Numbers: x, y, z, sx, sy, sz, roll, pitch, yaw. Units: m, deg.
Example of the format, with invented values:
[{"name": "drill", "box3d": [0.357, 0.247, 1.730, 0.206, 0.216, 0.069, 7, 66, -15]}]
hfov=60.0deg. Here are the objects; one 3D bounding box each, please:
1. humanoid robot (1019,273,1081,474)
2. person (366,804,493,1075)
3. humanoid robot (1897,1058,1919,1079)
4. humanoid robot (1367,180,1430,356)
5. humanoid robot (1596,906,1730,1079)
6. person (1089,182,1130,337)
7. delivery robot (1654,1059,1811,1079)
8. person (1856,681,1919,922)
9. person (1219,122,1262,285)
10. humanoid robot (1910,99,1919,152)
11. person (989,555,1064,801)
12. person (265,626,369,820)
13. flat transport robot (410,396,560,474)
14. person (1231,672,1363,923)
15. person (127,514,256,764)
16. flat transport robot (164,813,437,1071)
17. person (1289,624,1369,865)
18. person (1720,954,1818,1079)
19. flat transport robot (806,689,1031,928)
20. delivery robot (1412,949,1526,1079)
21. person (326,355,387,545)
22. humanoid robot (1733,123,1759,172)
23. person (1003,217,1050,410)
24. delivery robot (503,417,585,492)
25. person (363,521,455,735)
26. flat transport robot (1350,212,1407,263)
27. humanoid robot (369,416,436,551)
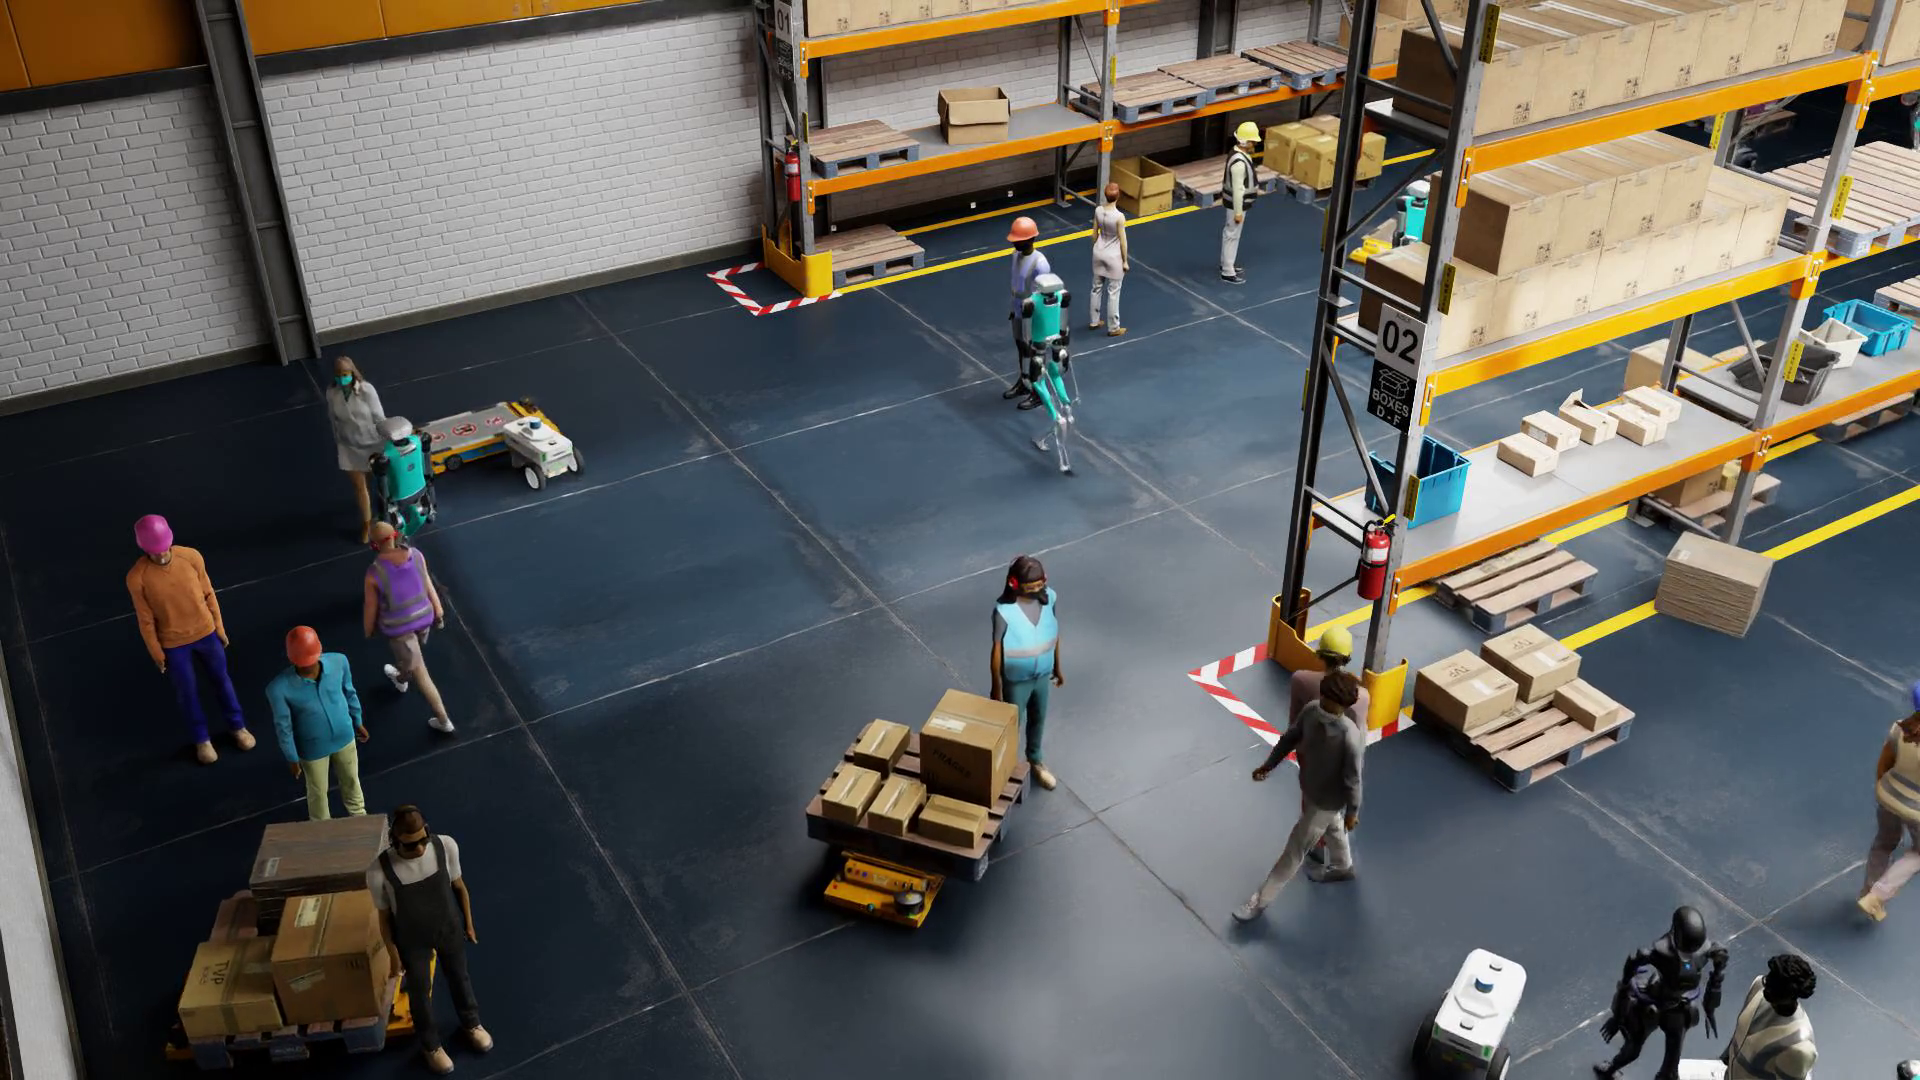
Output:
[{"name": "humanoid robot", "box3d": [0.935, -1.442, 15.056, 0.539, 1.838, 0.863, -21, 37, -29]}, {"name": "person", "box3d": [-2.916, 2.173, 9.148, 0.499, 1.839, 0.344, -21, 38, -29]}, {"name": "humanoid robot", "box3d": [4.694, 3.072, 7.815, 0.844, 1.774, 0.532, -3, 32, -6]}, {"name": "humanoid robot", "box3d": [4.500, -2.718, 17.080, 0.556, 1.822, 0.871, 26, 40, 35]}, {"name": "humanoid robot", "box3d": [3.738, 2.495, 8.808, 0.625, 1.614, 0.675, -1, 32, -2]}, {"name": "person", "box3d": [1.575, -2.955, 17.482, 0.459, 1.663, 0.279, 25, 40, 34]}, {"name": "delivery robot", "box3d": [4.194, 3.027, 8.975, 0.754, 0.581, 0.499, 1, 32, 2]}, {"name": "person", "box3d": [5.795, 1.605, 10.129, 0.461, 1.741, 0.506, -16, 35, -23]}, {"name": "person", "box3d": [3.135, -3.795, 18.667, 0.403, 1.828, 0.594, 4, 32, 6]}, {"name": "humanoid robot", "box3d": [12.899, -5.873, 22.063, 0.531, 1.746, 0.794, -14, 35, -21]}, {"name": "person", "box3d": [0.441, 0.907, 11.139, 0.540, 1.866, 0.408, -17, 36, -25]}, {"name": "person", "box3d": [-4.059, 1.274, 10.656, 0.335, 1.747, 0.572, 25, 40, 34]}, {"name": "flat transport robot", "box3d": [-4.562, -0.966, 15.625, 1.431, 0.231, 0.659, -20, 37, -29]}, {"name": "person", "box3d": [2.144, 1.514, 10.182, 0.989, 1.843, 0.612, -12, 34, -18]}, {"name": "person", "box3d": [-5.319, 0.663, 11.430, 0.517, 1.973, 0.400, -24, 40, -33]}, {"name": "flat transport robot", "box3d": [-3.862, 2.679, 9.812, 1.431, 0.231, 0.659, -4, 32, -7]}, {"name": "person", "box3d": [2.305, 1.327, 10.571, 0.540, 1.741, 0.464, 17, 36, 25]}, {"name": "person", "box3d": [4.020, 2.730, 8.392, 0.320, 1.690, 0.534, -1, 32, -1]}, {"name": "flat transport robot", "box3d": [-0.298, 1.943, 10.985, 0.659, 0.231, 1.431, 12, 34, 18]}, {"name": "delivery robot", "box3d": [2.924, 2.728, 9.481, 0.525, 0.614, 0.785, 19, 37, 27]}, {"name": "person", "box3d": [-5.076, -0.866, 14.191, 0.503, 1.631, 0.812, -2, 32, -3]}, {"name": "humanoid robot", "box3d": [8.933, -3.992, 19.161, 0.778, 1.624, 0.597, -6, 33, -9]}, {"name": "person", "box3d": [0.623, -2.191, 16.021, 0.387, 1.929, 0.543, -17, 36, -25]}, {"name": "delivery robot", "box3d": [-3.809, -0.834, 15.136, 0.523, 0.586, 0.757, -28, 41, -36]}, {"name": "person", "box3d": [-3.998, 0.582, 11.858, 0.934, 1.636, 0.500, 23, 39, 31]}, {"name": "flat transport robot", "box3d": [5.261, -3.554, 19.752, 0.659, 0.231, 1.431, 22, 38, 31]}, {"name": "humanoid robot", "box3d": [-4.452, -0.221, 13.069, 0.793, 1.791, 0.558, 19, 37, 28]}]
